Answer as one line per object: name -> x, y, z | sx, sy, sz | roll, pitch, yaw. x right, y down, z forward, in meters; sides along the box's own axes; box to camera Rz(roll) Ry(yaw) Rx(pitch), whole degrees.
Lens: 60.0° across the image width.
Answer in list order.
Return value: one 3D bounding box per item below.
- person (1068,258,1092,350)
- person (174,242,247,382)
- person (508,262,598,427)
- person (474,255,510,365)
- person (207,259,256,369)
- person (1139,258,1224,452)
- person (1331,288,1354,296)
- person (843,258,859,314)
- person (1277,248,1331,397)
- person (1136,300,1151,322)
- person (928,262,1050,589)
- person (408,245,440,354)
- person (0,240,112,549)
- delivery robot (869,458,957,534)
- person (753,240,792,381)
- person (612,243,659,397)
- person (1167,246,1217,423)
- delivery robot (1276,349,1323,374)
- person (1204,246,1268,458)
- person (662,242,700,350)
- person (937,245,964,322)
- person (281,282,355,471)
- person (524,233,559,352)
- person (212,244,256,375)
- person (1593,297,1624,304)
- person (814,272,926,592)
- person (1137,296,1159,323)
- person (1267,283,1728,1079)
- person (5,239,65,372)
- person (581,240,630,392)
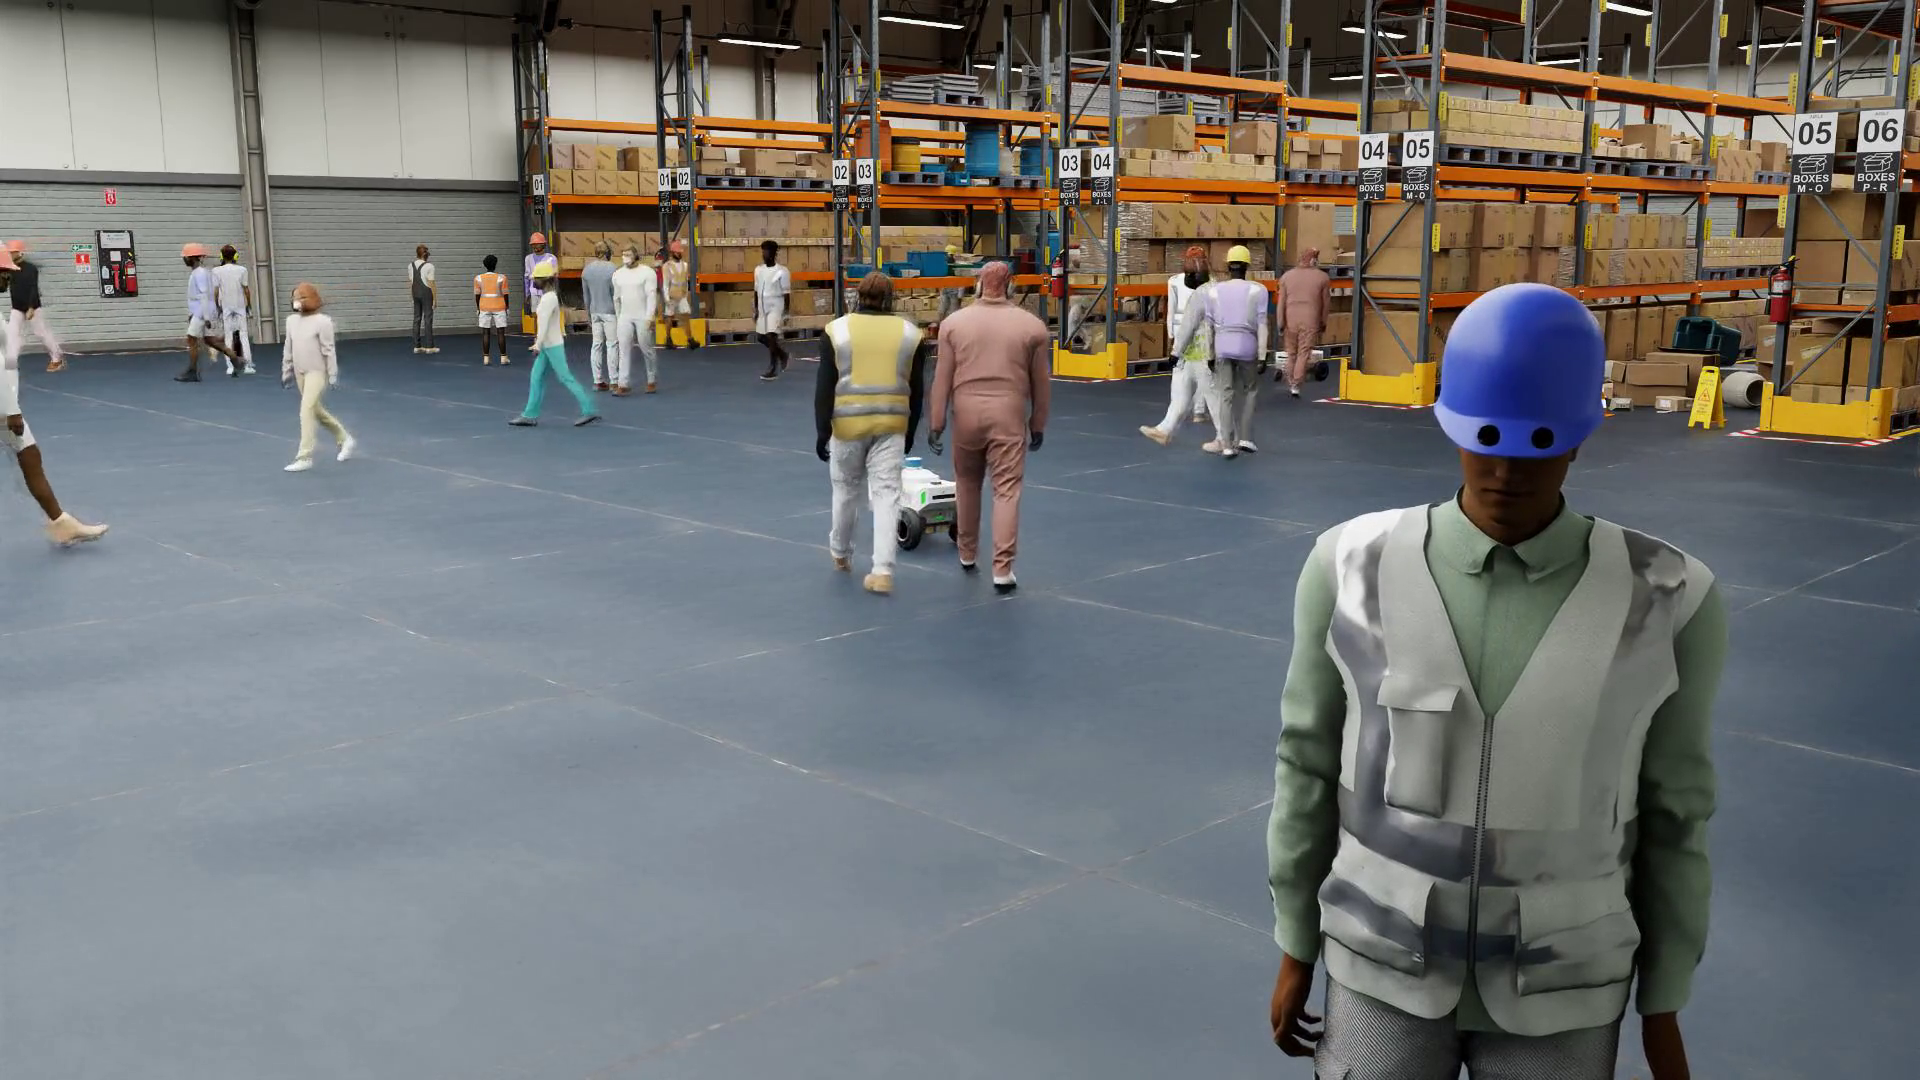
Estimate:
person -> 2.005, -4.055, 28.716 | 0.776, 1.613, 0.518 | -7, 12, -33
person -> -10.432, -3.156, 23.026 | 0.886, 1.912, 0.561 | -4, 11, -22
person -> -4.289, -2.053, 17.508 | 0.915, 1.722, 0.527 | -3, 11, -17
person -> -7.274, -3.582, 25.898 | 0.540, 1.696, 0.316 | -1, 10, -5
person -> -11.055, -3.427, 25.097 | 0.636, 1.678, 0.546 | -2, 11, -9
person -> 2.152, -1.724, 15.550 | 0.952, 1.781, 0.610 | 3, 11, 14
person -> 7.911, -5.266, 34.274 | 0.391, 1.989, 0.623 | -10, 14, -43
person -> -1.936, -4.322, 30.227 | 0.551, 1.593, 0.885 | 9, 14, 42
person -> 4.324, -2.731, 20.891 | 0.645, 1.838, 1.012 | 5, 12, 27
person -> 4.107, -5.789, 37.141 | 0.621, 1.980, 0.556 | 10, 14, 43
person -> 0.178, -0.685, 9.723 | 0.693, 1.843, 0.982 | 1, 10, 3
person -> -9.172, -4.117, 28.437 | 0.504, 1.840, 0.328 | 3, 11, 16
person -> -6.047, -0.888, 10.430 | 1.072, 1.986, 0.632 | -5, 12, -25
delivery robot -> -0.305, -0.302, 10.987 | 0.477, 0.478, 0.707 | -7, 13, -34
person -> -2.603, -3.229, 23.285 | 0.629, 1.946, 0.637 | 8, 13, 36
person -> -4.093, -2.776, 21.010 | 0.653, 1.914, 0.912 | 3, 11, 14
person -> 2.510, -2.220, 17.969 | 0.578, 1.882, 0.353 | 5, 12, 27
delivery robot -> 4.715, -2.523, 23.102 | 0.707, 0.478, 0.477 | -8, 13, -38
person -> 2.526, -1.711, 15.124 | 0.607, 1.898, 0.641 | 4, 11, 23
person -> -4.945, -4.271, 29.155 | 0.563, 1.880, 1.009 | -9, 14, -40
person -> -0.216, -4.557, 30.884 | 0.626, 1.810, 0.639 | 8, 13, 36
person -> -5.617, -1.442, 14.492 | 0.504, 1.606, 0.800 | 6, 12, 28
person -> -7.241, -4.275, 28.732 | 0.615, 2.041, 0.388 | 2, 11, 12
person -> -10.532, -3.342, 24.113 | 0.518, 1.874, 0.327 | -3, 11, -17
person -> 11.946, -4.537, 30.606 | 0.569, 1.882, 0.338 | 5, 11, 25
person -> -0.532, -0.635, 9.594 | 0.646, 1.794, 0.940 | -2, 11, -12
person -> 3.868, -5.131, 33.962 | 0.600, 1.836, 0.404 | 5, 12, 28
person -> 0.736, 0.611, 2.376 | 0.604, 1.939, 0.401 | 4, 11, 19
person -> -13.610, -3.408, 24.279 | 0.618, 1.955, 1.007 | 4, 11, 19
person -> -4.585, -2.900, 21.522 | 0.631, 1.940, 0.372 | 5, 12, 26
